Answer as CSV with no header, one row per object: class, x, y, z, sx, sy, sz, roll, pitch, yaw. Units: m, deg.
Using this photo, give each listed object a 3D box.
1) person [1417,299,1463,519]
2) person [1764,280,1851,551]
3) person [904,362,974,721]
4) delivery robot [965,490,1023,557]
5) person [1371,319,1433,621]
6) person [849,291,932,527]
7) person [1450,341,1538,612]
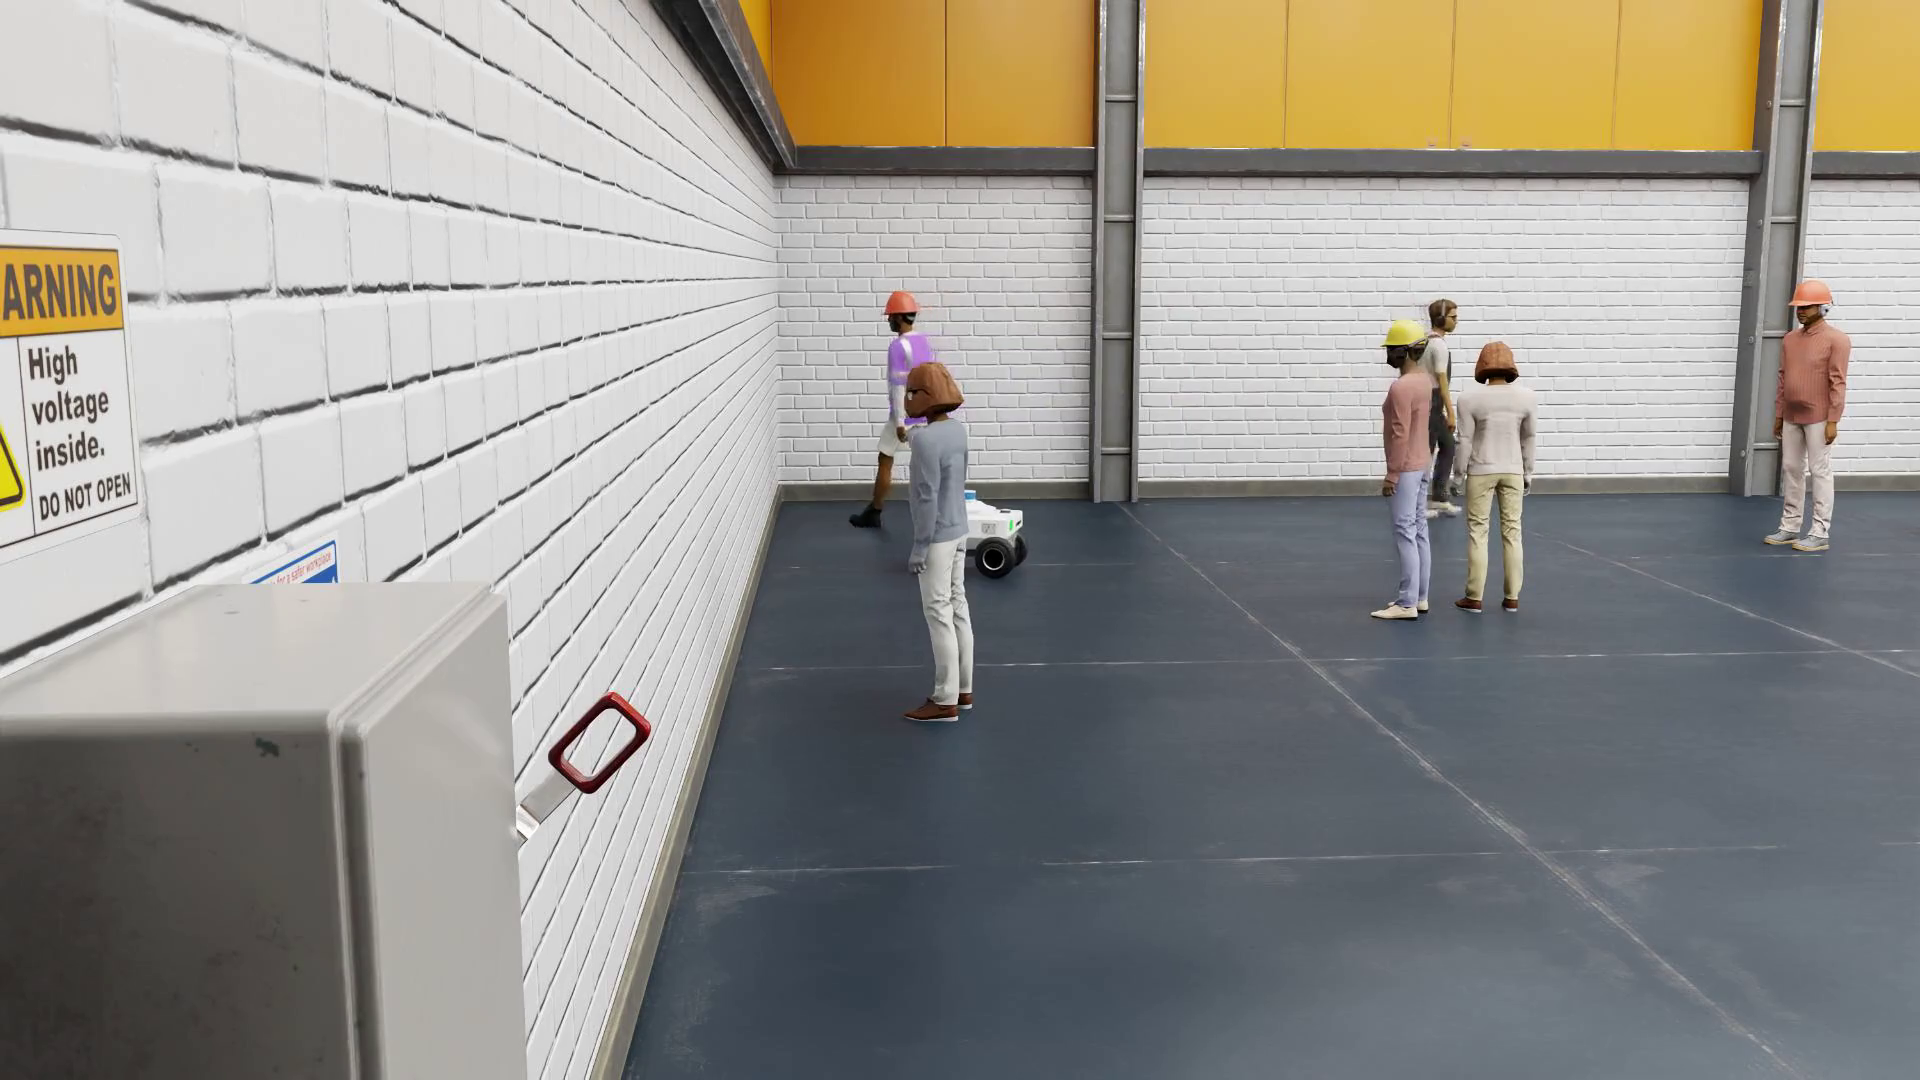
person,3.989,-1.070,13.733,0.650,1.822,0.553,1,9,5
person,6.256,-0.918,12.298,0.407,1.987,0.614,-3,9,-16
person,-0.107,0.009,7.577,0.277,1.631,0.506,3,10,20
delivery robot,0.056,-0.096,11.320,0.707,0.478,0.477,2,9,14
person,2.605,-0.411,9.800,0.328,1.767,0.532,6,11,33
person,-0.446,-1.021,13.233,0.770,1.914,0.552,6,11,33
person,3.198,-0.374,9.983,0.499,1.633,0.282,0,9,-3
